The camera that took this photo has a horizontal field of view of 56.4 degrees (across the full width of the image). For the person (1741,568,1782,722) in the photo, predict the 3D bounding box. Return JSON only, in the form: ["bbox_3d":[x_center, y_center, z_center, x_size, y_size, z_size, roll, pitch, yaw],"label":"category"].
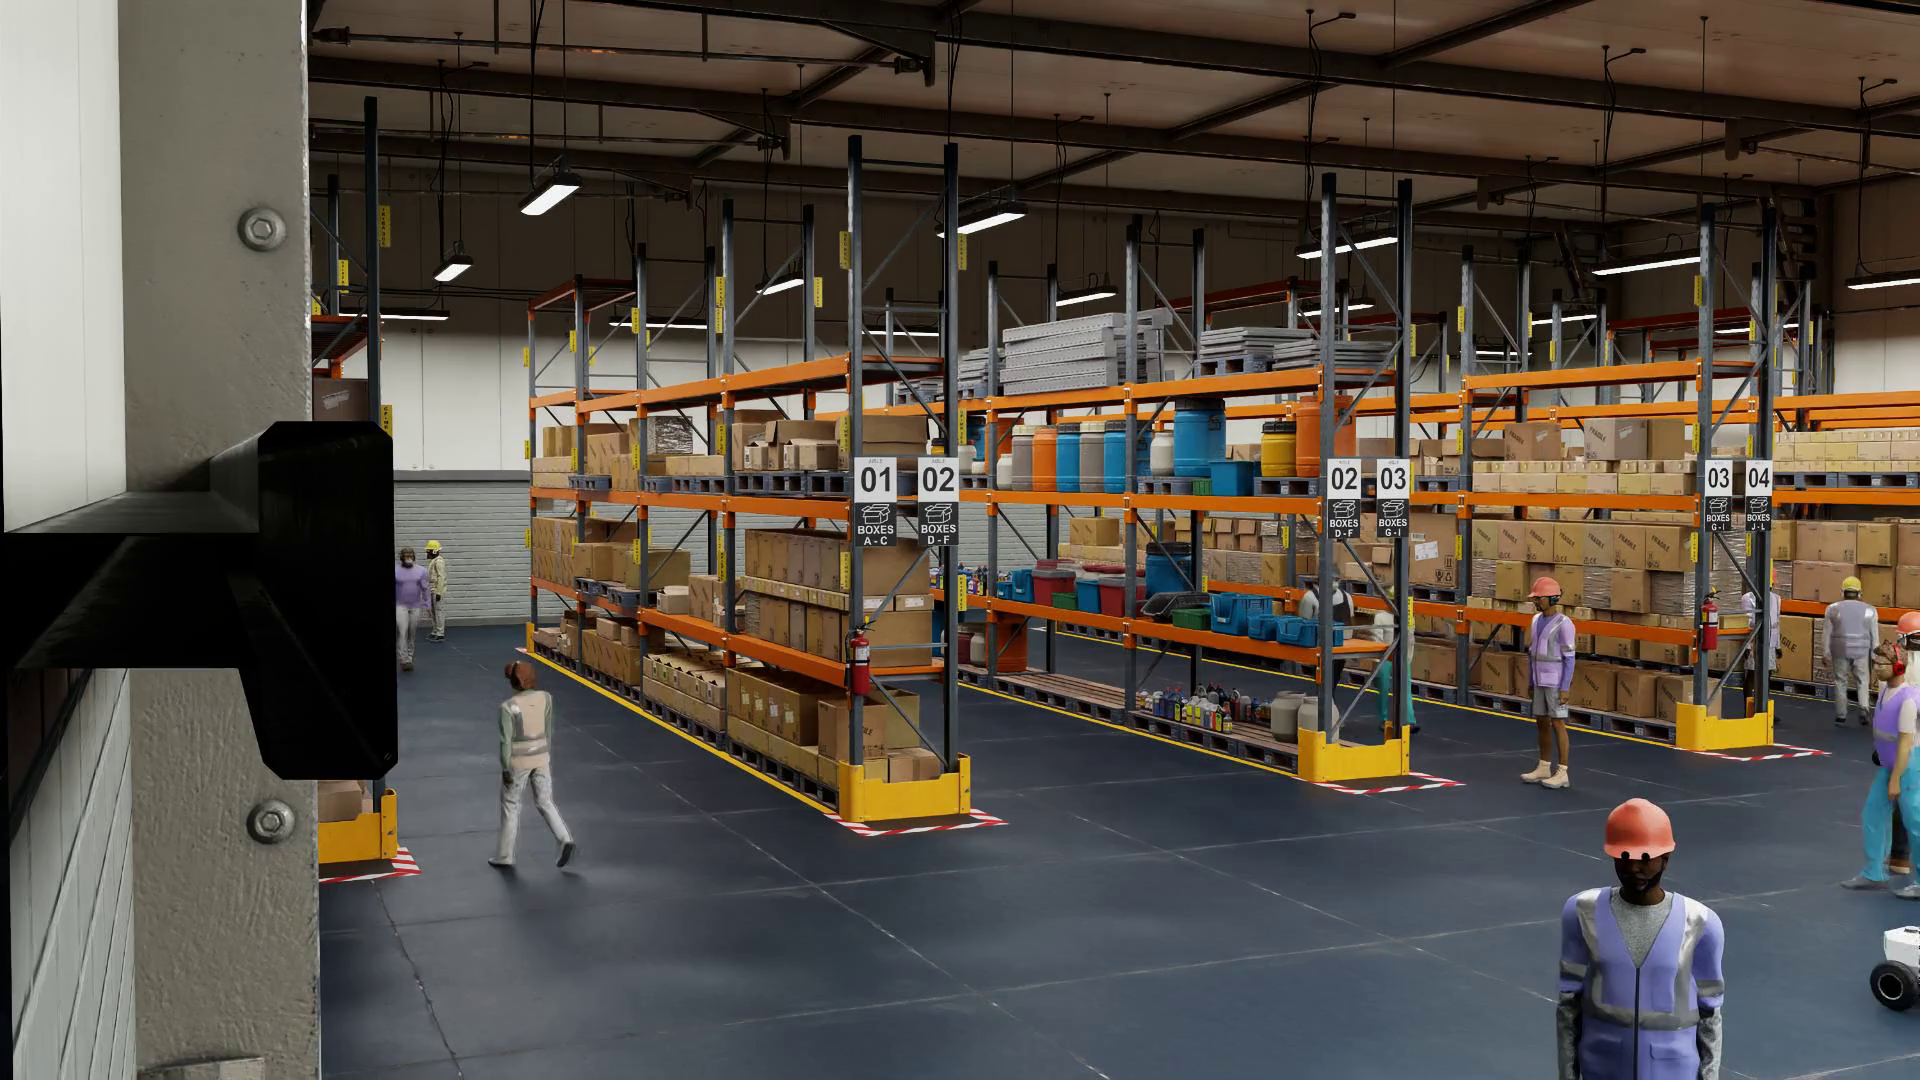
[{"bbox_3d":[9.811,1.269,21.885,0.542,1.930,0.366,-1,2,-16],"label":"person"}]

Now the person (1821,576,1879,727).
[{"bbox_3d":[10.655,1.336,21.461,0.616,1.821,0.514,1,2,19],"label":"person"}]

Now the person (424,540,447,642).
[{"bbox_3d":[-9.483,0.915,32.337,0.404,1.834,0.591,-1,2,-28],"label":"person"}]

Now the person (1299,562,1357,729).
[{"bbox_3d":[4.485,1.245,21.628,0.696,2.000,0.941,-1,2,-20],"label":"person"}]

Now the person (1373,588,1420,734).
[{"bbox_3d":[5.093,1.409,20.935,0.532,1.724,0.900,0,2,-3],"label":"person"}]

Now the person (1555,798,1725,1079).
[{"bbox_3d":[2.362,1.864,6.249,0.552,1.937,0.356,1,2,24],"label":"person"}]

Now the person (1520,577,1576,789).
[{"bbox_3d":[5.727,1.382,17.473,0.396,2.042,0.610,-1,2,-17],"label":"person"}]

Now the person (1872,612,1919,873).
[{"bbox_3d":[7.321,1.547,13.759,0.611,1.996,0.379,0,2,-3],"label":"person"}]

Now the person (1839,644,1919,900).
[{"bbox_3d":[6.673,1.661,12.877,0.751,1.823,0.619,0,2,11],"label":"person"}]

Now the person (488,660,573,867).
[{"bbox_3d":[-3.325,1.730,13.813,0.701,1.615,0.532,2,3,41],"label":"person"}]

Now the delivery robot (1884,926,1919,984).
[{"bbox_3d":[5.634,2.368,10.130,0.477,0.478,0.707,-1,3,-32],"label":"delivery robot"}]

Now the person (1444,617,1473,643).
[{"bbox_3d":[8.178,1.041,29.450,0.607,1.808,0.710,-1,2,-20],"label":"person"}]

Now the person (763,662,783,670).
[{"bbox_3d":[-2.788,1.109,26.635,0.619,1.902,0.713,0,2,-7],"label":"person"}]

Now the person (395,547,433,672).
[{"bbox_3d":[-8.424,1.071,27.469,0.647,1.894,0.964,-1,3,-30],"label":"person"}]
